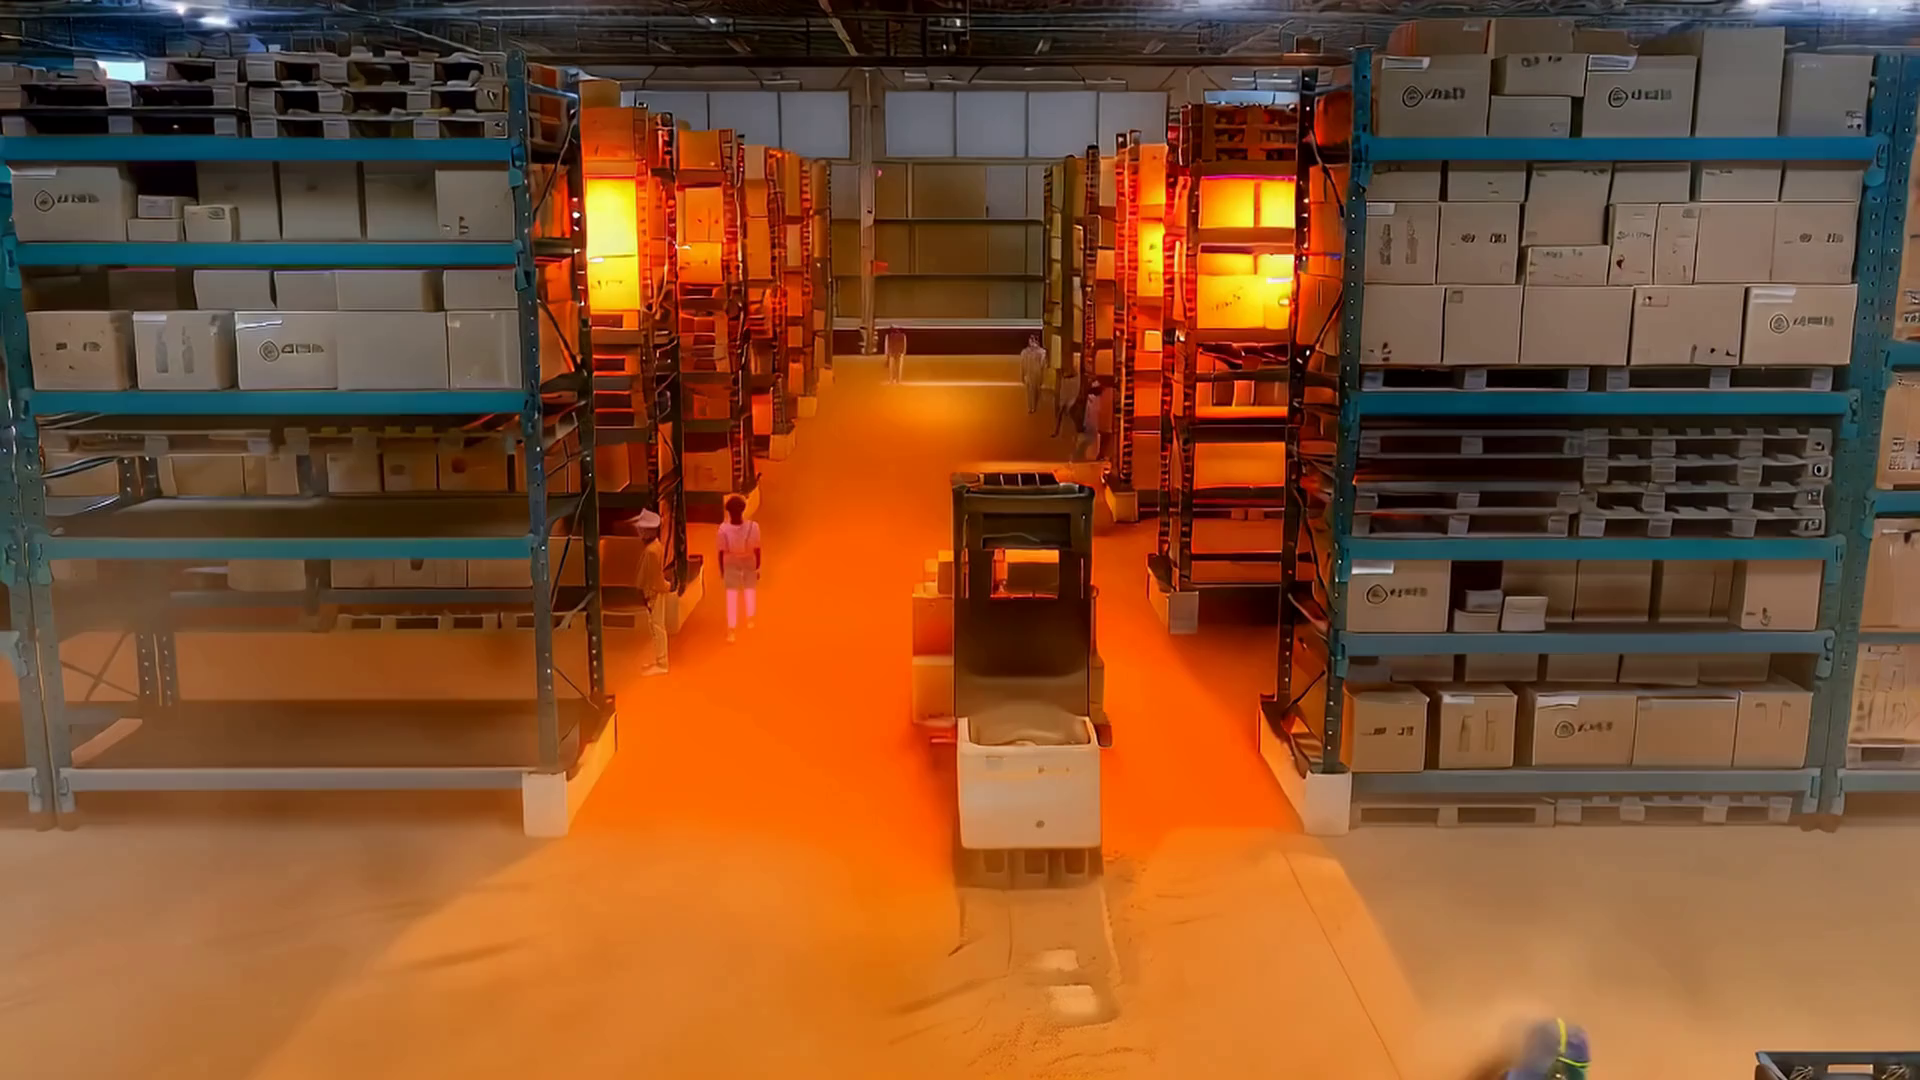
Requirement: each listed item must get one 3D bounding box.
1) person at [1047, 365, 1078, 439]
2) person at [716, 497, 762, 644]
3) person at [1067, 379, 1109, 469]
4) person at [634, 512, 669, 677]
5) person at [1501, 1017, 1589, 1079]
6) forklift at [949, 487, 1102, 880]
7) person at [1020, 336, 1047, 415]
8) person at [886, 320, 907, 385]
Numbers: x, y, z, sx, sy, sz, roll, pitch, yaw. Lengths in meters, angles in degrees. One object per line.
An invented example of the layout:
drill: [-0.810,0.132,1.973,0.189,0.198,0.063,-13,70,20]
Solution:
person: [2.247,-2.916,35.347,0.848,1.583,0.508,-9,15,-38]
person: [-2.539,0.309,19.210,0.533,1.662,0.841,0,11,1]
person: [2.425,-2.202,31.603,0.824,1.711,0.515,3,12,16]
person: [-3.276,0.568,17.660,0.316,1.766,0.533,-3,12,-14]
person: [2.255,2.757,6.538,0.828,1.873,0.645,2,12,9]
forklift: [0.495,0.986,12.813,1.129,2.768,1.873,0,11,-2]
person: [1.756,-3.966,39.864,0.638,1.880,0.883,0,11,-2]
person: [-1.783,-5.231,46.310,0.650,1.793,0.908,-2,12,-12]
